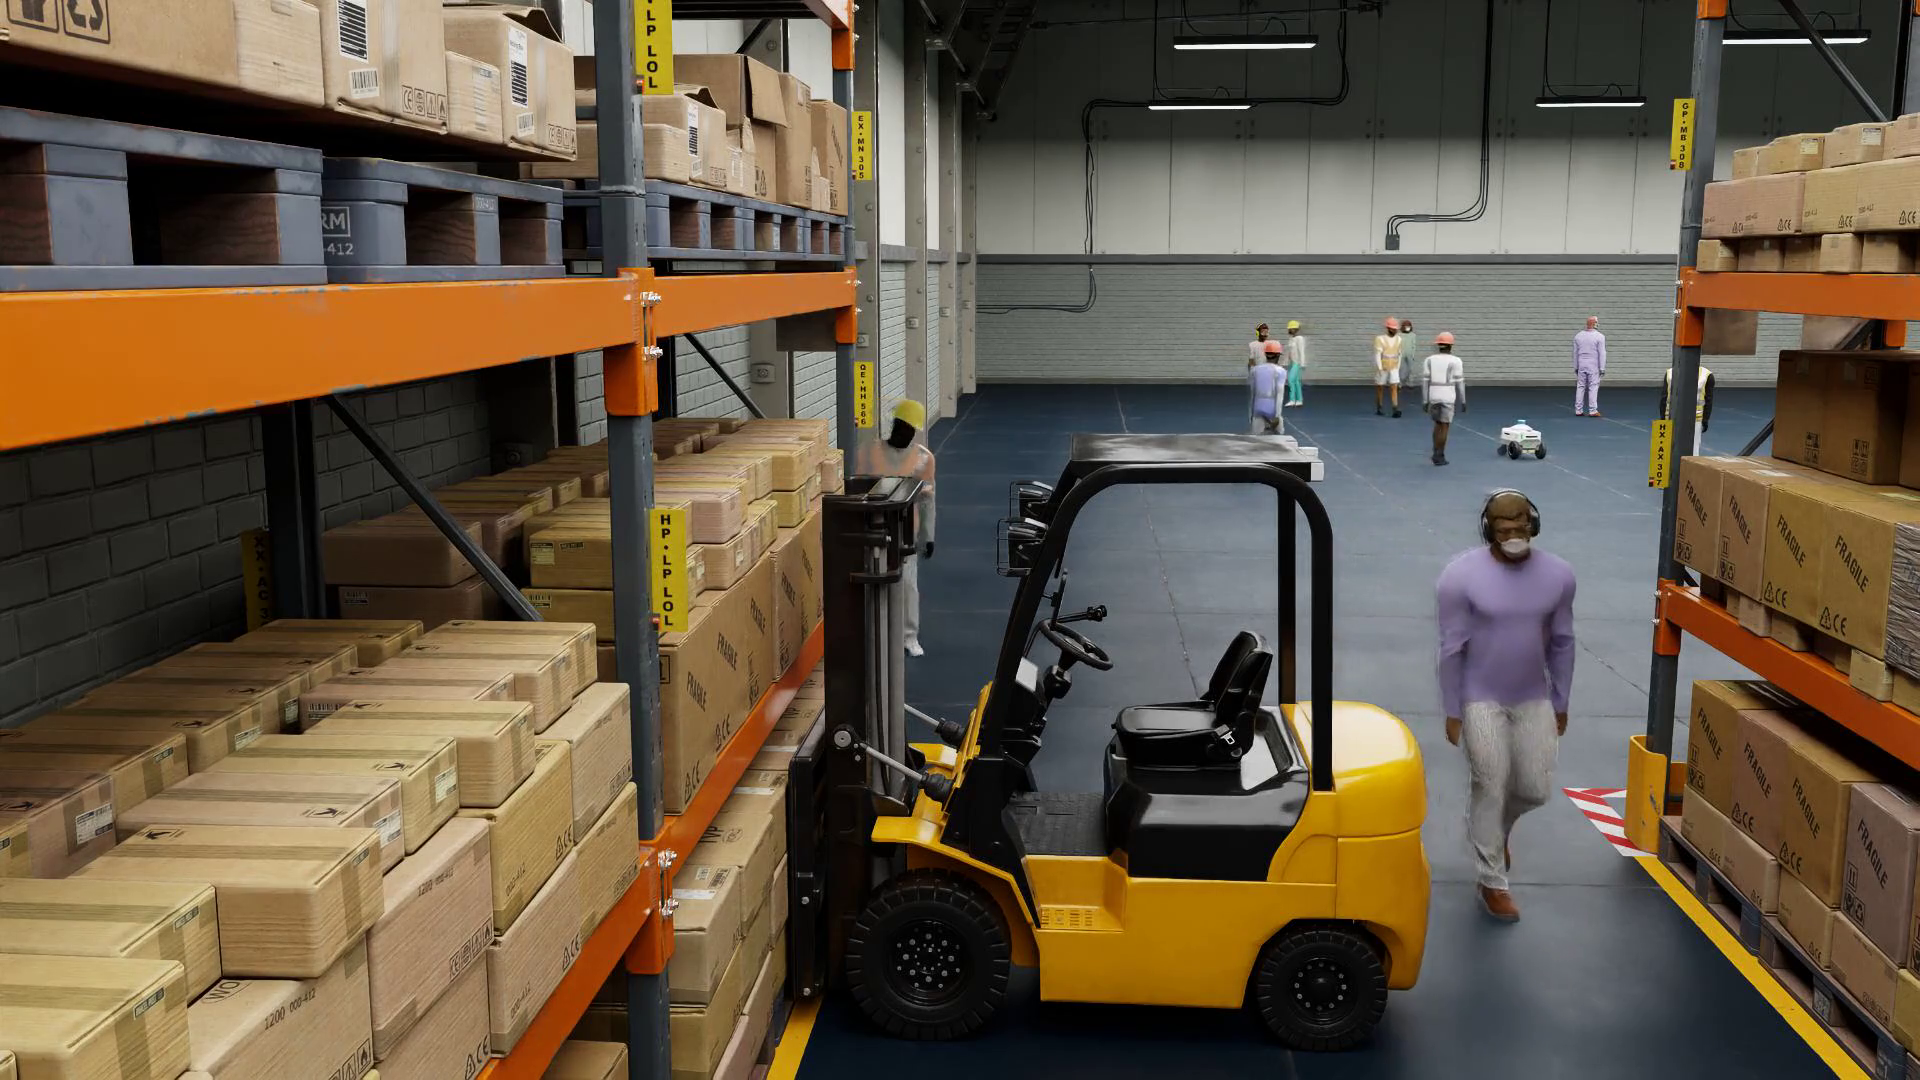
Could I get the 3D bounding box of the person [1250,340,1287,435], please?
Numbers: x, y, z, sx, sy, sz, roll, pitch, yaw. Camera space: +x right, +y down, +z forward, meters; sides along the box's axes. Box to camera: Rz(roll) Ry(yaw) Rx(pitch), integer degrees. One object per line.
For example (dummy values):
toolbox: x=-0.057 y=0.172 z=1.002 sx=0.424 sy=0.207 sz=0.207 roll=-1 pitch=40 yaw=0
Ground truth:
person: x=4.059 y=-1.726 z=22.219 sx=0.556 sy=1.885 sz=1.018 roll=8 pitch=12 yaw=40

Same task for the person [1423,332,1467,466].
person: x=6.982 y=-2.024 z=23.927 sx=0.612 sy=1.911 sz=0.597 roll=8 pitch=13 yaw=42

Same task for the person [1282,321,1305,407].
person: x=6.732 y=-3.572 z=33.749 sx=0.630 sy=1.741 sz=0.551 roll=-3 pitch=10 yaw=-15

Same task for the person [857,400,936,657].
person: x=-0.478 y=-0.066 z=12.209 sx=0.619 sy=1.919 sz=0.362 roll=0 pitch=9 yaw=0

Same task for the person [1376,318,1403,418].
person: x=8.125 y=-3.256 z=31.502 sx=0.542 sy=1.874 sz=1.030 roll=0 pitch=9 yaw=-3

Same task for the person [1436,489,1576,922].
person: x=2.388 y=0.702 z=7.401 sx=0.638 sy=1.914 sz=0.541 roll=-1 pitch=9 yaw=-5

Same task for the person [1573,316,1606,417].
person: x=11.942 y=-3.276 z=31.498 sx=0.409 sy=1.906 sz=0.651 roll=-7 pitch=12 yaw=-36

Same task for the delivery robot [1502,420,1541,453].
delivery robot: x=8.375 y=-1.545 z=24.816 sx=0.477 sy=0.478 sz=0.707 roll=-1 pitch=10 yaw=-5

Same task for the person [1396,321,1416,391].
person: x=10.135 y=-4.164 z=37.789 sx=0.503 sy=1.601 sz=0.797 roll=-1 pitch=9 yaw=-4

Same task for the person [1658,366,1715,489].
person: x=9.236 y=-1.544 z=21.200 sx=0.626 sy=1.844 sz=0.429 roll=6 pitch=11 yaw=33

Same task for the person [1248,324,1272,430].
person: x=5.244 y=-2.837 z=28.986 sx=0.516 sy=1.865 sz=0.312 roll=-4 pitch=10 yaw=-25
